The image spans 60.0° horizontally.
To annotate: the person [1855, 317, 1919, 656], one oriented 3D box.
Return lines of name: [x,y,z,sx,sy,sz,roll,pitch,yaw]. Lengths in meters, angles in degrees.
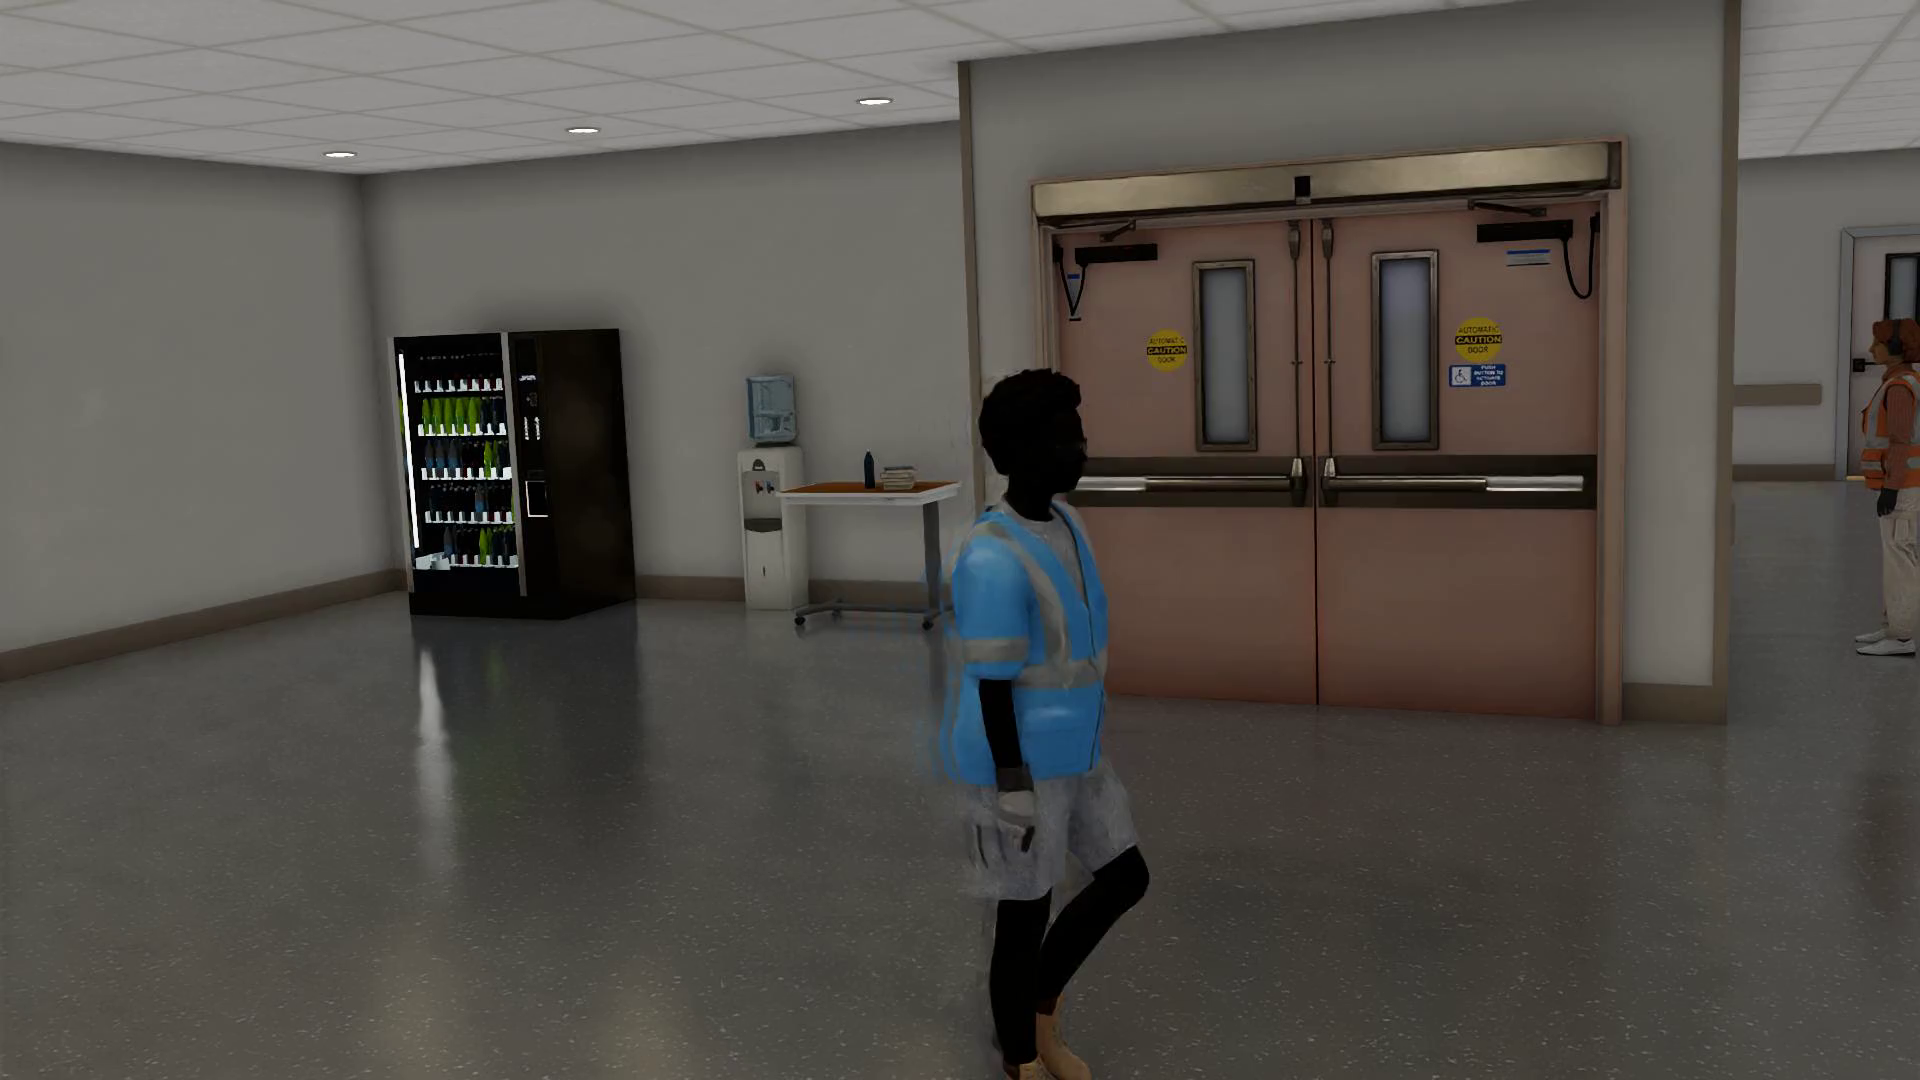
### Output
person: [4.543,-0.257,8.085,0.308,1.641,0.515,2,8,28]

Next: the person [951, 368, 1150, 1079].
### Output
person: [0.185,0.474,3.595,0.368,1.686,0.551,1,8,26]
